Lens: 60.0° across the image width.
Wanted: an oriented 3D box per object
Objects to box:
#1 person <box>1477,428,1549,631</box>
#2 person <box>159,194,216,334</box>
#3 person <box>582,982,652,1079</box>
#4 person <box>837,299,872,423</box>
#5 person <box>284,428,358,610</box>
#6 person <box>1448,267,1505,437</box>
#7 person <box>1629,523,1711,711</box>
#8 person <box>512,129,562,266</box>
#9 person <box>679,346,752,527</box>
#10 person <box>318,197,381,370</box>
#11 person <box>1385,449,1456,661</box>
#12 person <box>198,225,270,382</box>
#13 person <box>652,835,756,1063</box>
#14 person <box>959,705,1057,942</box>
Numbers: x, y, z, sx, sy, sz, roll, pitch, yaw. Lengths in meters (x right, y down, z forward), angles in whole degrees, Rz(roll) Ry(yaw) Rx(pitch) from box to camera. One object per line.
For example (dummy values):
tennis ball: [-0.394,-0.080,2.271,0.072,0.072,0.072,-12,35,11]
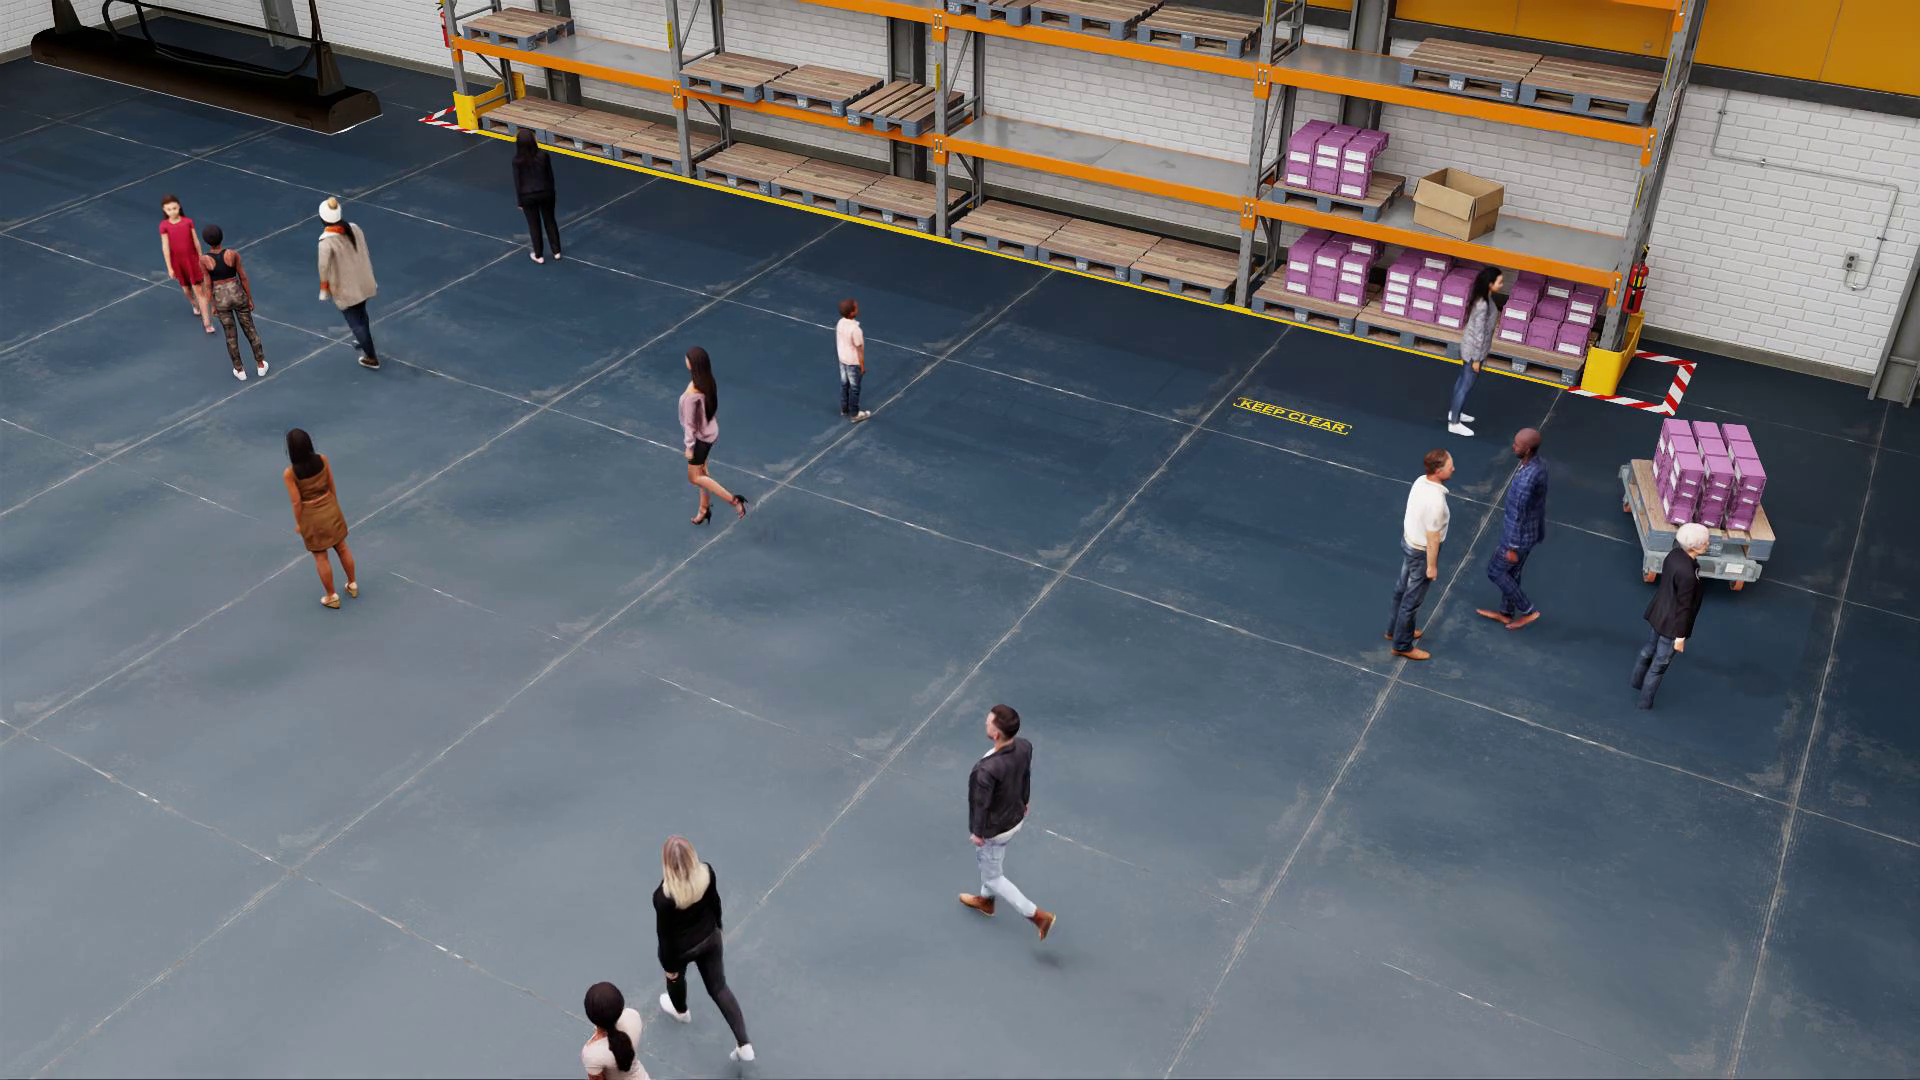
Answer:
person: [4.652,-0.052,13.553,0.734,1.794,0.718,13,36,19]
person: [-8.573,-3.102,18.394,0.912,1.516,1.141,-18,37,-24]
person: [-1.729,3.062,8.955,1.183,1.699,0.665,23,40,30]
person: [-1.103,-1.816,16.647,0.608,1.308,0.509,-25,41,-32]
person: [-5.333,-0.186,13.850,0.549,1.690,0.592,24,41,32]
person: [5.065,-1.887,16.370,0.610,1.732,0.671,9,35,13]
person: [5.462,0.649,12.830,0.714,1.782,0.807,5,34,7]
person: [-5.039,-4.088,19.788,0.759,1.615,0.774,-20,39,-27]
person: [-2.221,-0.864,14.772,0.913,1.798,0.759,8,35,12]
person: [-6.332,-2.679,17.438,0.830,1.869,0.693,17,37,24]
person: [3.662,0.084,13.294,0.741,1.856,0.752,1,34,2]
person: [-7.588,-2.480,17.292,0.658,1.699,0.677,-16,37,-23]
person: [-1.539,2.464,9.894,0.837,1.655,1.189,-27,42,-34]
person: [0.306,1.851,10.674,1.044,1.814,0.726,23,40,30]
